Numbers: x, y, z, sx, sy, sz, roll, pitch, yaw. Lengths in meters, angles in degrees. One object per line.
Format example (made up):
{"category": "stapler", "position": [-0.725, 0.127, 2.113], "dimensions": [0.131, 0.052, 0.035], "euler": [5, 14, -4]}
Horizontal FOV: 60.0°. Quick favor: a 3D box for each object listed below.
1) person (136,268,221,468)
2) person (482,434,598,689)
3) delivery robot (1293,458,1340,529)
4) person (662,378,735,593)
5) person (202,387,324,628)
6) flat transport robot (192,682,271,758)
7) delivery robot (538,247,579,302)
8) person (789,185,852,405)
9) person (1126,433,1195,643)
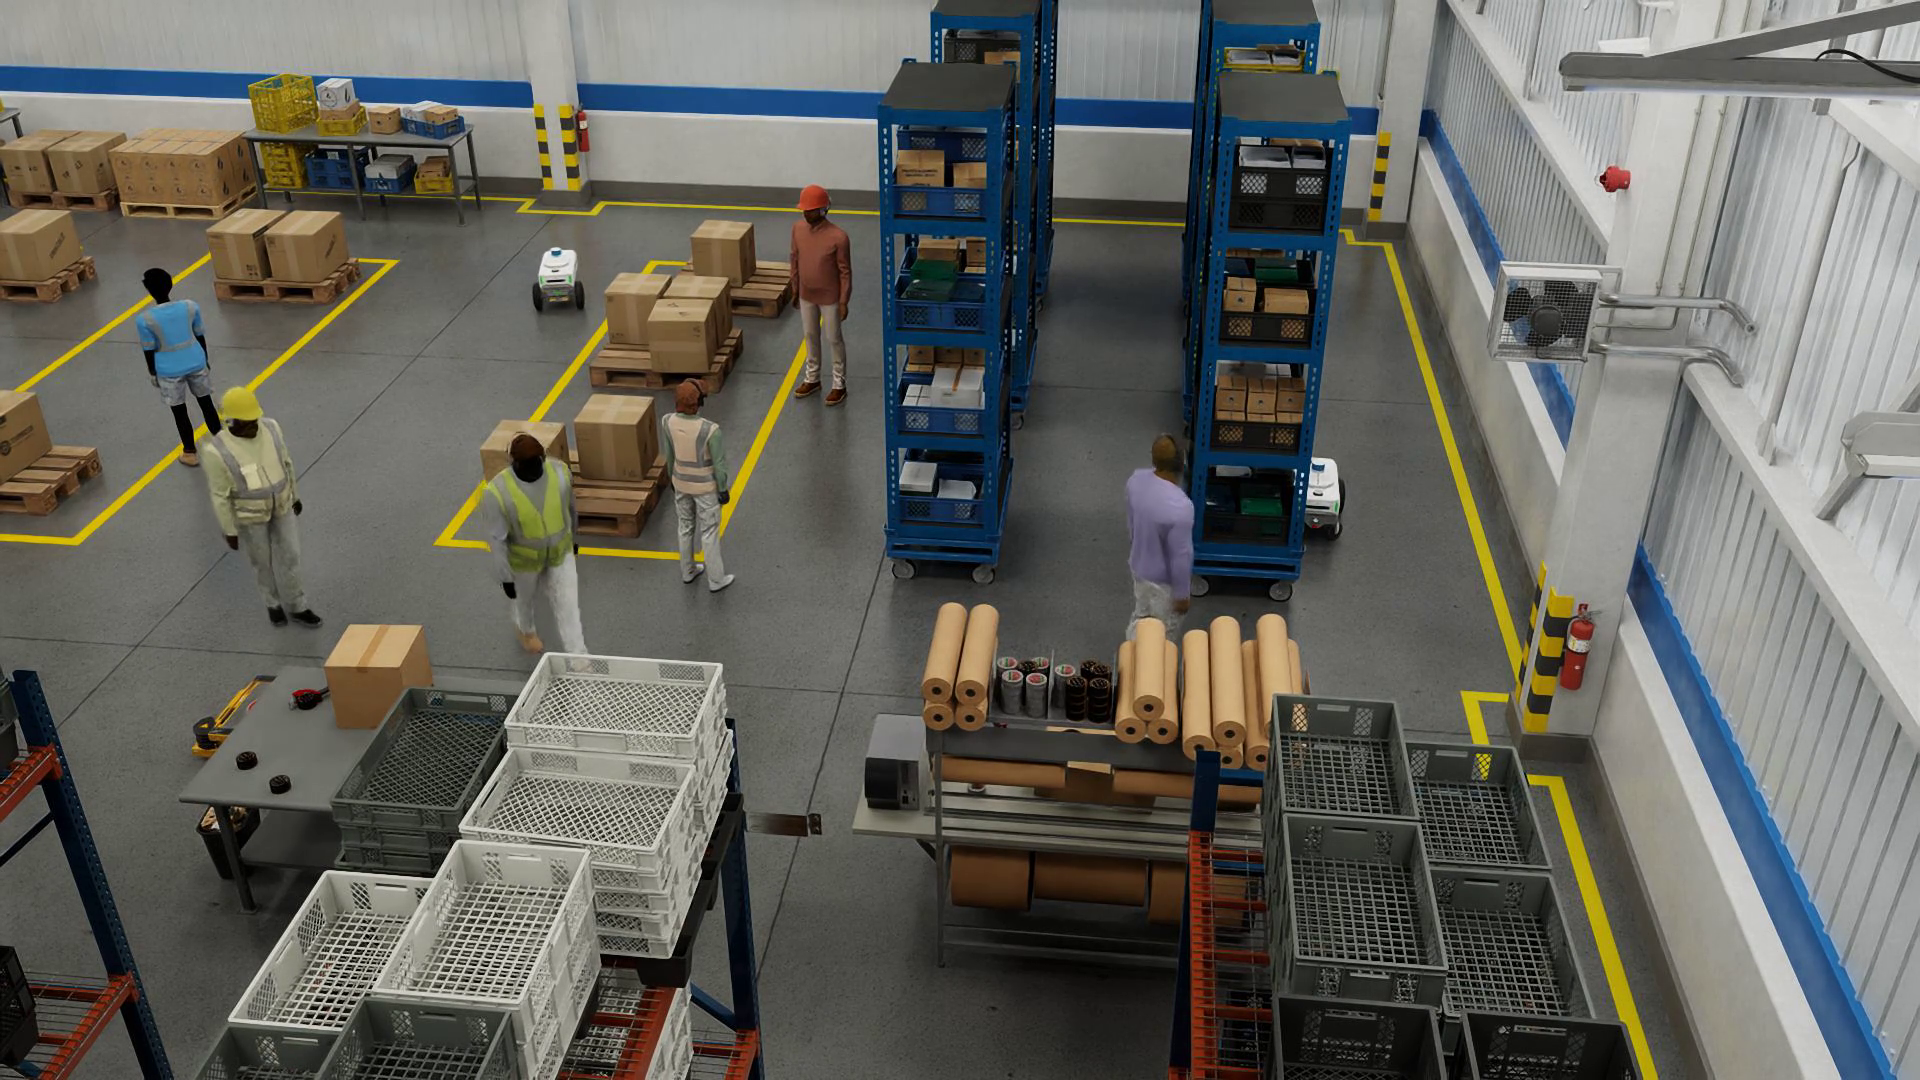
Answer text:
{"category": "person", "position": [-6.417, -1.420, 13.687], "dimensions": [0.320, 1.691, 0.536], "euler": [25, 38, 36]}
{"category": "person", "position": [-2.789, 0.097, 10.988], "dimensions": [0.641, 1.786, 1.019], "euler": [-17, 34, -26]}
{"category": "delivery robot", "position": [2.770, -0.394, 12.953], "dimensions": [0.477, 0.478, 0.707], "euler": [4, 31, 7]}
{"category": "person", "position": [-1.893, -0.389, 11.974], "dimensions": [0.517, 1.633, 0.312], "euler": [16, 34, 25]}
{"category": "person", "position": [-4.799, -0.204, 11.471], "dimensions": [0.508, 1.812, 0.629], "euler": [23, 37, 33]}
{"category": "flat transport robot", "position": [-4.089, 1.163, 10.648], "dimensions": [1.431, 0.197, 0.652], "euler": [3, 30, 6]}
{"category": "delivery robot", "position": [-4.102, -2.747, 16.994], "dimensions": [0.477, 0.478, 0.707], "euler": [-4, 31, -6]}
{"category": "person", "position": [-1.239, -2.167, 14.667], "dimensions": [0.622, 1.993, 0.382], "euler": [16, 34, 26]}
{"category": "person", "position": [1.288, 0.205, 10.661], "dimensions": [0.405, 1.928, 0.674], "euler": [-13, 33, -21]}
